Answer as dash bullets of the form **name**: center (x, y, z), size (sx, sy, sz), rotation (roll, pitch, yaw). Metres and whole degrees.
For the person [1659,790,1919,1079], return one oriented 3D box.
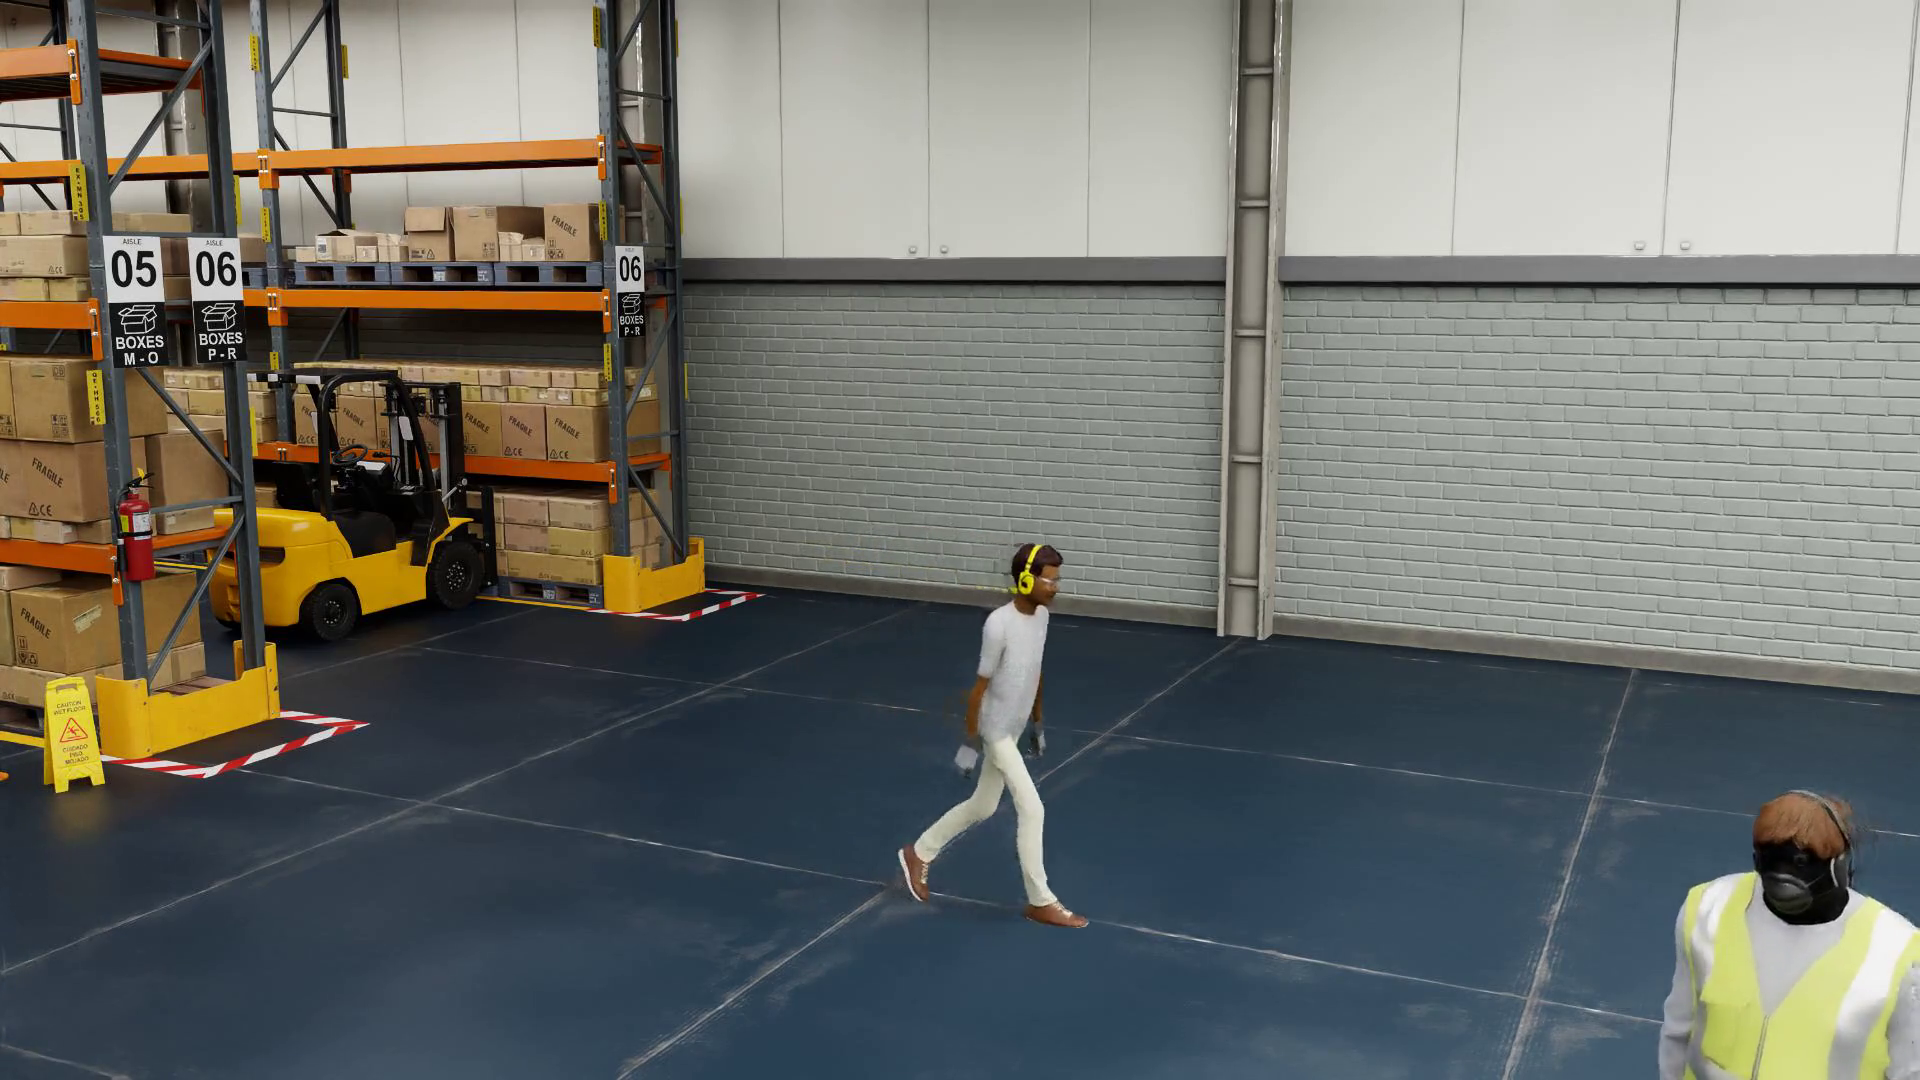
- **person**: center (2.048, 1.473, 4.080), size (0.697, 1.820, 0.633), rotation (-9, 13, -42)

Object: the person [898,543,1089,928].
- **person**: center (0.138, 0.881, 7.797), size (0.948, 1.809, 0.535), rotation (4, 10, 24)
